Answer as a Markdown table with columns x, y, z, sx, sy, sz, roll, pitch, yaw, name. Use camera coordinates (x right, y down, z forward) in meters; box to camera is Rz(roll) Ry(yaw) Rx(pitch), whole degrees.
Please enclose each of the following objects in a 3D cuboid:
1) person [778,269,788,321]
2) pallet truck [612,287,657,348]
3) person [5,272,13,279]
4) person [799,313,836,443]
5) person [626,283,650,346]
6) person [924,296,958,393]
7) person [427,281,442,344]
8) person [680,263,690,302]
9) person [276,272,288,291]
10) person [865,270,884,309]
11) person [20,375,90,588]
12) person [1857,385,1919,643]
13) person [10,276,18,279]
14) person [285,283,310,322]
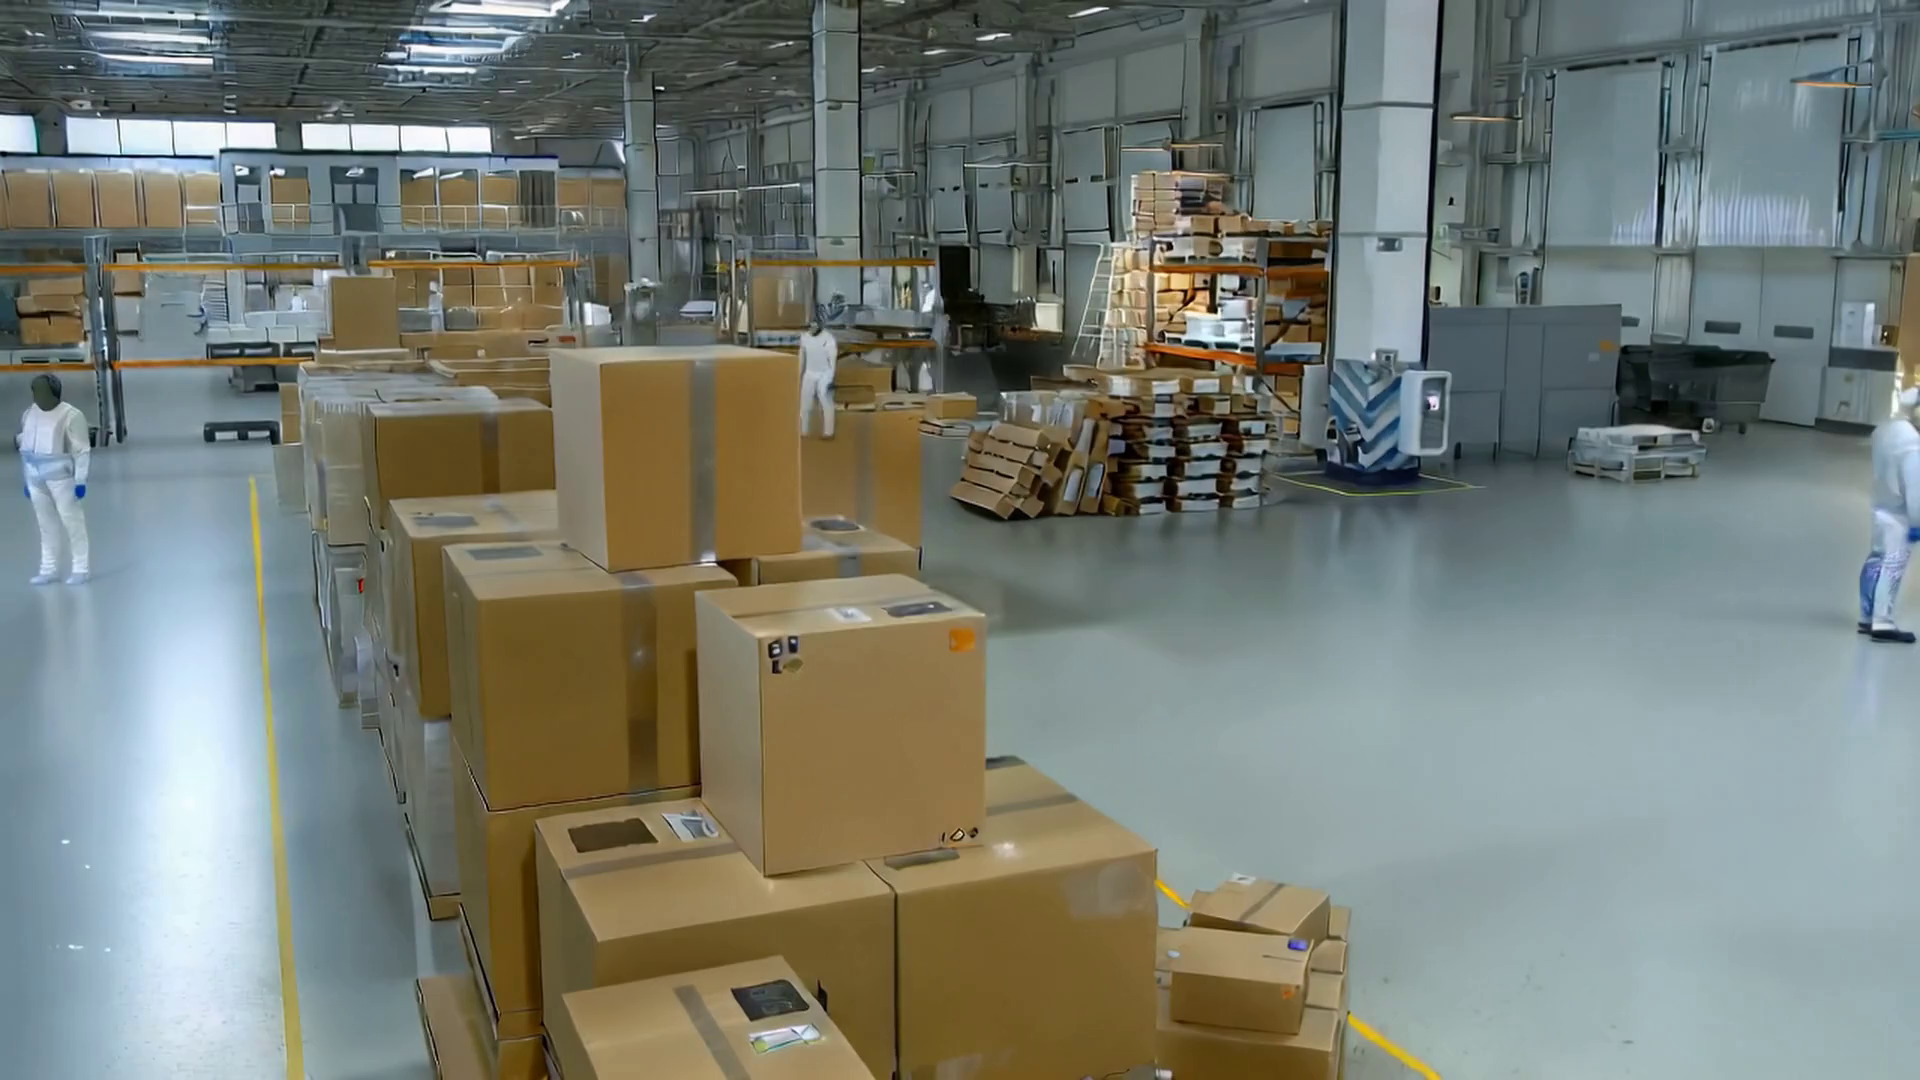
| x | y | z | sx | sy | sz | roll | pitch | yaw | name |
| --- | --- | --- | --- | --- | --- | --- | --- | --- | --- |
| -6.404 | -8.944 | 60.576 | 0.520 | 1.933 | 0.642 | -5 | 11 | -26 | person |
| -6.464 | -4.406 | 35.401 | 0.823 | 1.965 | 1.885 | 6 | 12 | 32 | pallet truck |
| -30.401 | -7.611 | 53.275 | 0.396 | 1.928 | 0.550 | 3 | 11 | 15 | person |
| -2.158 | -2.371 | 24.444 | 0.672 | 1.897 | 0.933 | 5 | 12 | 27 | person |
| -7.239 | -4.764 | 37.256 | 0.623 | 2.000 | 0.683 | 3 | 11 | 14 | person |
| -0.343 | -3.680 | 31.686 | 0.610 | 1.899 | 0.770 | -8 | 13 | -37 | person |
| -14.058 | -5.998 | 44.530 | 0.351 | 1.878 | 0.568 | -9 | 13 | -40 | person |
| -12.909 | -12.074 | 78.096 | 0.429 | 1.844 | 0.622 | 3 | 11 | 18 | person |
| -22.130 | -7.806 | 54.428 | 0.428 | 1.900 | 0.641 | -2 | 10 | -10 | person |
| -2.850 | -8.034 | 55.509 | 0.627 | 1.970 | 0.855 | -1 | 10 | -3 | person |
| -7.808 | -0.503 | 14.337 | 0.624 | 1.840 | 0.429 | 2 | 10 | 11 | person |
| 6.970 | -0.189 | 12.372 | 0.383 | 1.928 | 0.636 | 0 | 10 | 2 | person |
| -28.745 | -7.133 | 50.809 | 0.817 | 1.857 | 0.617 | 2 | 10 | 10 | person |
| -16.057 | -5.267 | 40.346 | 0.543 | 1.927 | 0.375 | -6 | 12 | -28 | person |
